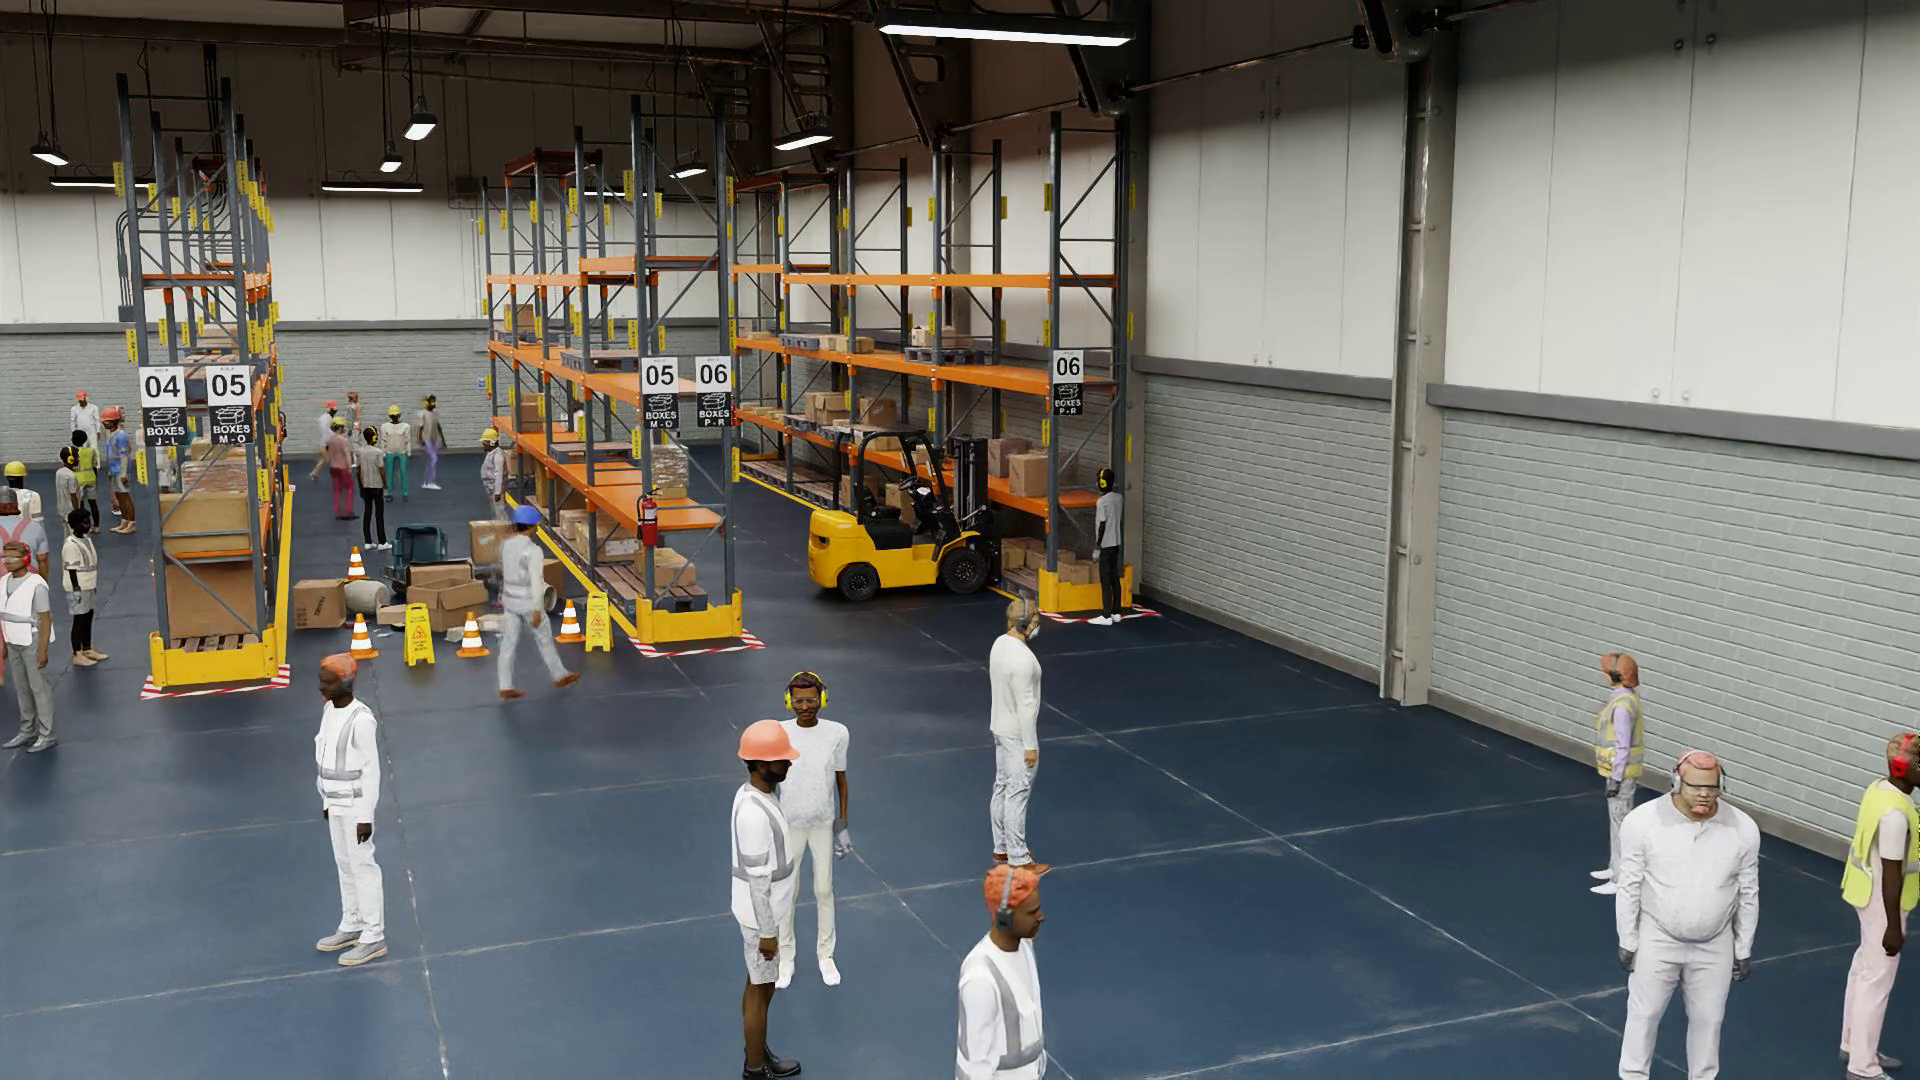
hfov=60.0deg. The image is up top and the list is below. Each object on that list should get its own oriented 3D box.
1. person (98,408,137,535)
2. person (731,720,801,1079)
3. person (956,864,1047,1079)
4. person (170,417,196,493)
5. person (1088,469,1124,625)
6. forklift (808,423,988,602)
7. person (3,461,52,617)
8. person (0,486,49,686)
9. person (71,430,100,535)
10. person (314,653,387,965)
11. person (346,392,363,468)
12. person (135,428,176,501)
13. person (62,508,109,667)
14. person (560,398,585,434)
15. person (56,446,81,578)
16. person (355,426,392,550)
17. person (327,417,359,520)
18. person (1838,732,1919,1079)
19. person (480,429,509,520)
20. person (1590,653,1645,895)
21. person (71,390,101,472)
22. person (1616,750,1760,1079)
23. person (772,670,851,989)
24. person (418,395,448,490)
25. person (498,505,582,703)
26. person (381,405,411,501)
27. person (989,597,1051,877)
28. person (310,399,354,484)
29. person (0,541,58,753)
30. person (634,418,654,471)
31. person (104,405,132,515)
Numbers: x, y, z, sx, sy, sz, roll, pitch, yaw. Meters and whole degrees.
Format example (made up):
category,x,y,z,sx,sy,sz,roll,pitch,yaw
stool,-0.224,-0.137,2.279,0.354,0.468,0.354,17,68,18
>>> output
category,x,y,z,sx,sy,sz,roll,pitch,yaw
person,-13.495,-1.098,26.604,0.605,2.034,0.418,9,13,44
person,-0.967,1.846,8.348,0.354,1.939,0.544,-1,9,-7
person,0.168,2.173,6.484,0.344,1.880,0.577,3,10,20
person,-14.756,-1.753,31.650,0.569,1.730,0.707,2,9,15
person,1.738,0.077,19.720,0.329,1.865,0.508,7,11,36
forklift,-0.830,-0.399,21.676,2.313,2.155,1.214,-4,10,-21
person,-11.228,0.023,19.854,0.589,1.928,0.386,-1,9,-6
person,-9.613,0.445,16.848,0.685,2.000,0.535,-7,12,-39
person,-13.944,-0.908,26.435,0.315,1.697,0.541,4,10,25
person,-3.694,1.605,10.034,0.346,1.883,0.584,-8,12,-42
person,-13.063,-2.382,35.893,0.309,1.641,0.513,0,9,1
person,-13.331,-1.242,27.610,0.608,2.008,1.014,-5,10,-28
person,-9.302,0.501,17.611,0.321,1.686,0.539,-1,9,-9
person,-7.330,-1.829,31.736,0.598,1.895,0.494,1,9,5
person,-11.896,-0.325,22.268,0.519,1.865,0.319,8,12,41
person,-8.852,-0.781,25.097,0.519,1.873,0.328,3,9,17
person,-10.521,-1.206,28.202,0.559,1.734,0.423,4,10,25
person,4.708,1.872,8.488,0.384,1.841,0.565,4,10,24
person,-7.069,-0.782,25.269,0.404,1.825,0.594,-4,10,-26
person,4.400,1.557,11.112,0.315,1.636,0.515,4,10,24
person,-18.379,-2.281,34.961,0.574,1.738,0.352,-2,9,-11
person,3.488,1.926,7.993,0.641,1.899,0.394,2,9,10
person,-0.890,1.672,9.662,0.510,1.872,0.328,-1,9,-8
person,-10.151,-1.884,32.140,0.692,1.846,0.541,3,9,16
person,-4.178,0.602,16.273,0.627,1.897,0.967,7,11,36
person,-10.331,-1.588,30.503,0.525,1.769,0.327,-2,9,-14
person,0.397,1.351,11.480,0.373,1.936,0.629,-3,9,-17
person,-12.479,-1.944,32.897,0.810,1.716,0.549,3,10,18
person,-8.117,0.917,14.471,0.570,1.849,0.380,5,10,27
person,-5.935,-1.641,31.366,0.520,1.583,0.851,-6,11,-35
person,-14.549,-1.378,28.789,0.394,1.899,0.641,-6,11,-31
